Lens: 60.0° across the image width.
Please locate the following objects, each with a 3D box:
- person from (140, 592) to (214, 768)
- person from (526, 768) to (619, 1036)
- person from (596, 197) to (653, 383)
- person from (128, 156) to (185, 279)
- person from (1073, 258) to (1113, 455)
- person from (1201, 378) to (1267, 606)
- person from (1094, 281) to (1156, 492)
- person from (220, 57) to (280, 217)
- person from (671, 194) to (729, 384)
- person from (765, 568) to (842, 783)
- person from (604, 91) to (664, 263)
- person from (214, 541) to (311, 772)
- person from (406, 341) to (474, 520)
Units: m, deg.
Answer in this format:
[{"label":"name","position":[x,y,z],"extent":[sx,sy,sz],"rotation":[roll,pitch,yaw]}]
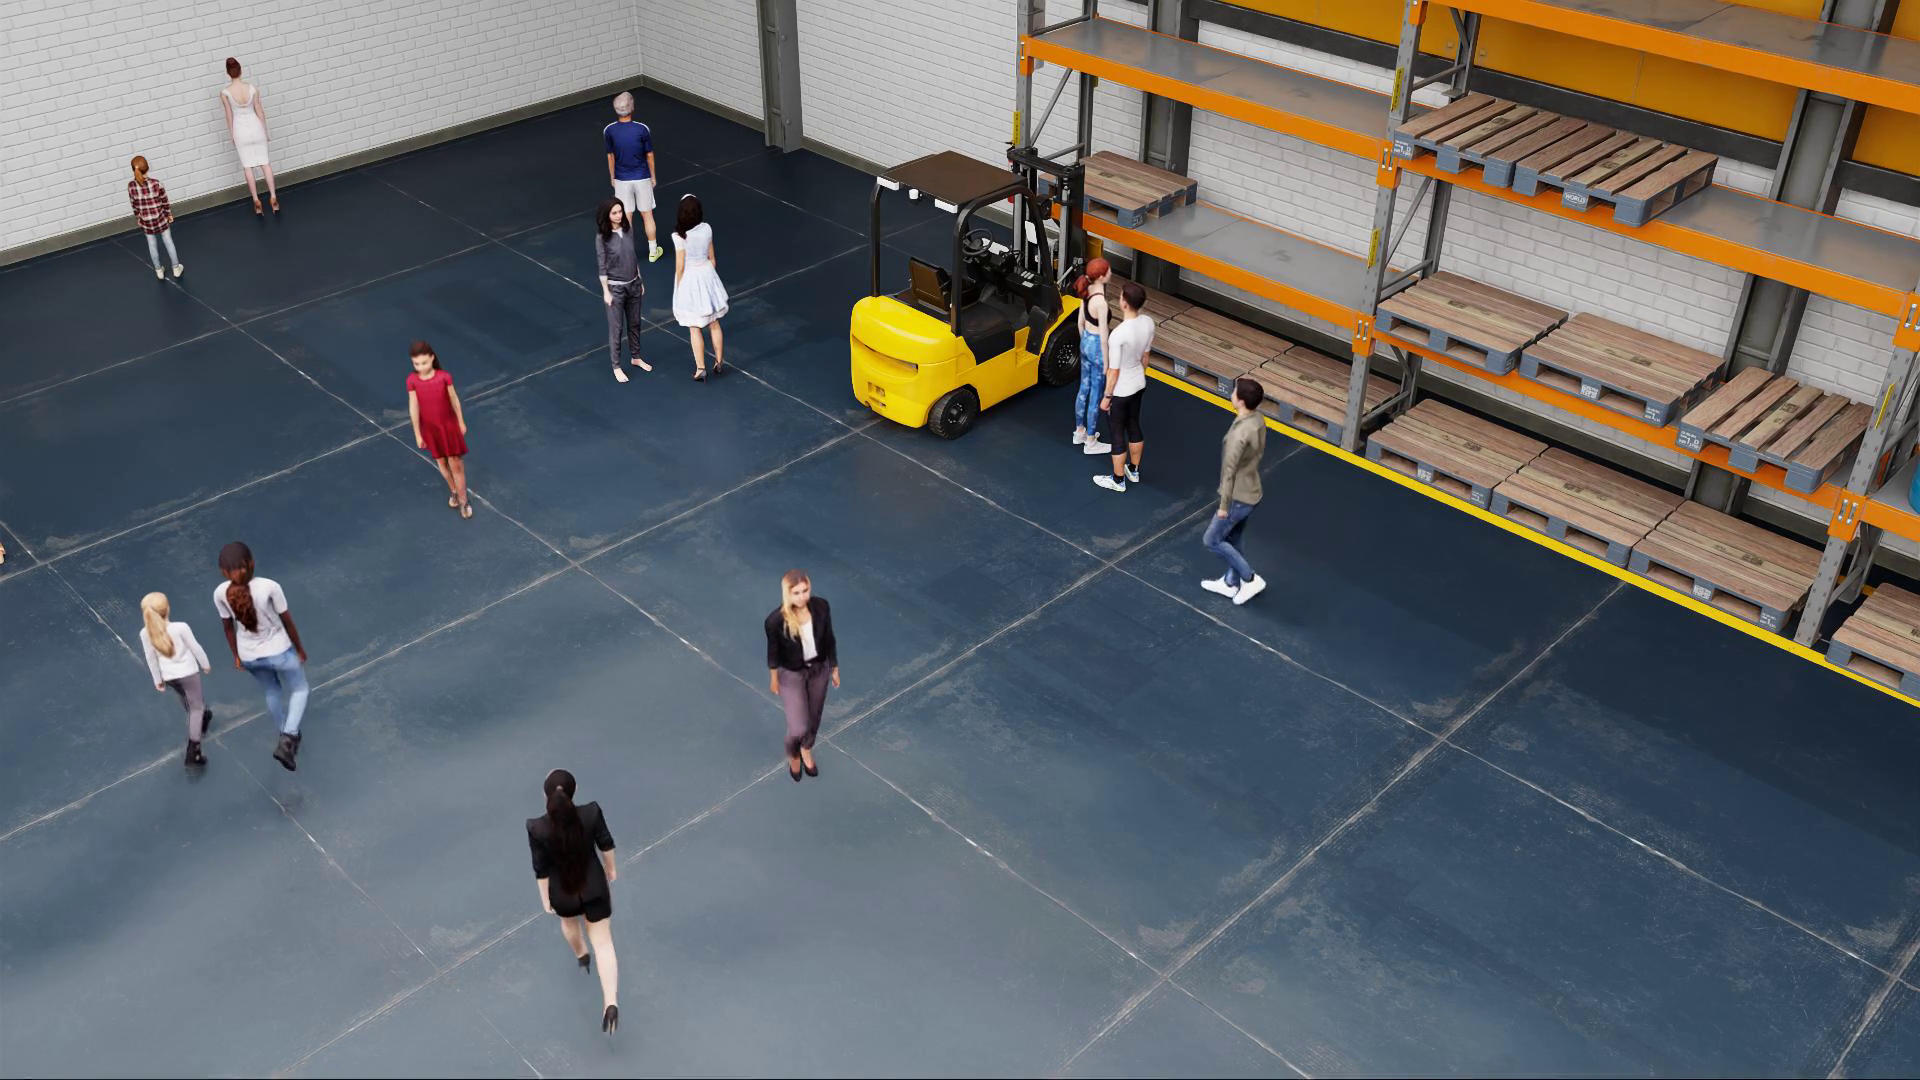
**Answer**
[{"label":"person","position":[-5.144,0.919,10.950],"extent":[0.850,1.267,0.921],"rotation":[0,34,-1]},{"label":"person","position":[-2.048,1.960,9.024],"extent":[0.862,1.665,1.107],"rotation":[-12,36,-18]},{"label":"person","position":[-3.141,-2.351,15.421],"extent":[0.523,1.764,0.610],"rotation":[26,41,33]},{"label":"person","position":[-8.435,-3.377,17.379],"extent":[0.594,1.305,0.613],"rotation":[-11,35,-16]},{"label":"person","position":[1.154,-1.585,14.250],"extent":[0.719,1.785,0.616],"rotation":[-14,36,-20]},{"label":"person","position":[2.135,-0.308,12.267],"extent":[0.876,1.853,0.836],"rotation":[16,37,22]},{"label":"person","position":[1.371,-1.266,13.711],"extent":[0.533,1.851,0.674],"rotation":[28,43,35]},{"label":"person","position":[-7.979,-4.529,18.671],"extent":[0.607,1.794,0.580],"rotation":[-16,37,-22]},{"label":"person","position":[-2.410,-2.306,15.306],"extent":[0.730,1.816,0.754],"rotation":[-23,40,-30]},{"label":"person","position":[-1.041,0.841,10.713],"extent":[0.646,1.660,0.650],"rotation":[-20,38,-27]},{"label":"person","position":[-3.459,-3.827,17.575],"extent":[0.722,1.838,0.759],"rotation":[-3,34,-5]},{"label":"person","position":[-4.482,0.781,10.758],"extent":[0.875,1.710,0.957],"rotation":[-4,34,-5]},{"label":"person","position":[-4.238,-0.970,13.551],"extent":[0.746,1.536,0.836],"rotation":[-8,34,-11]}]
